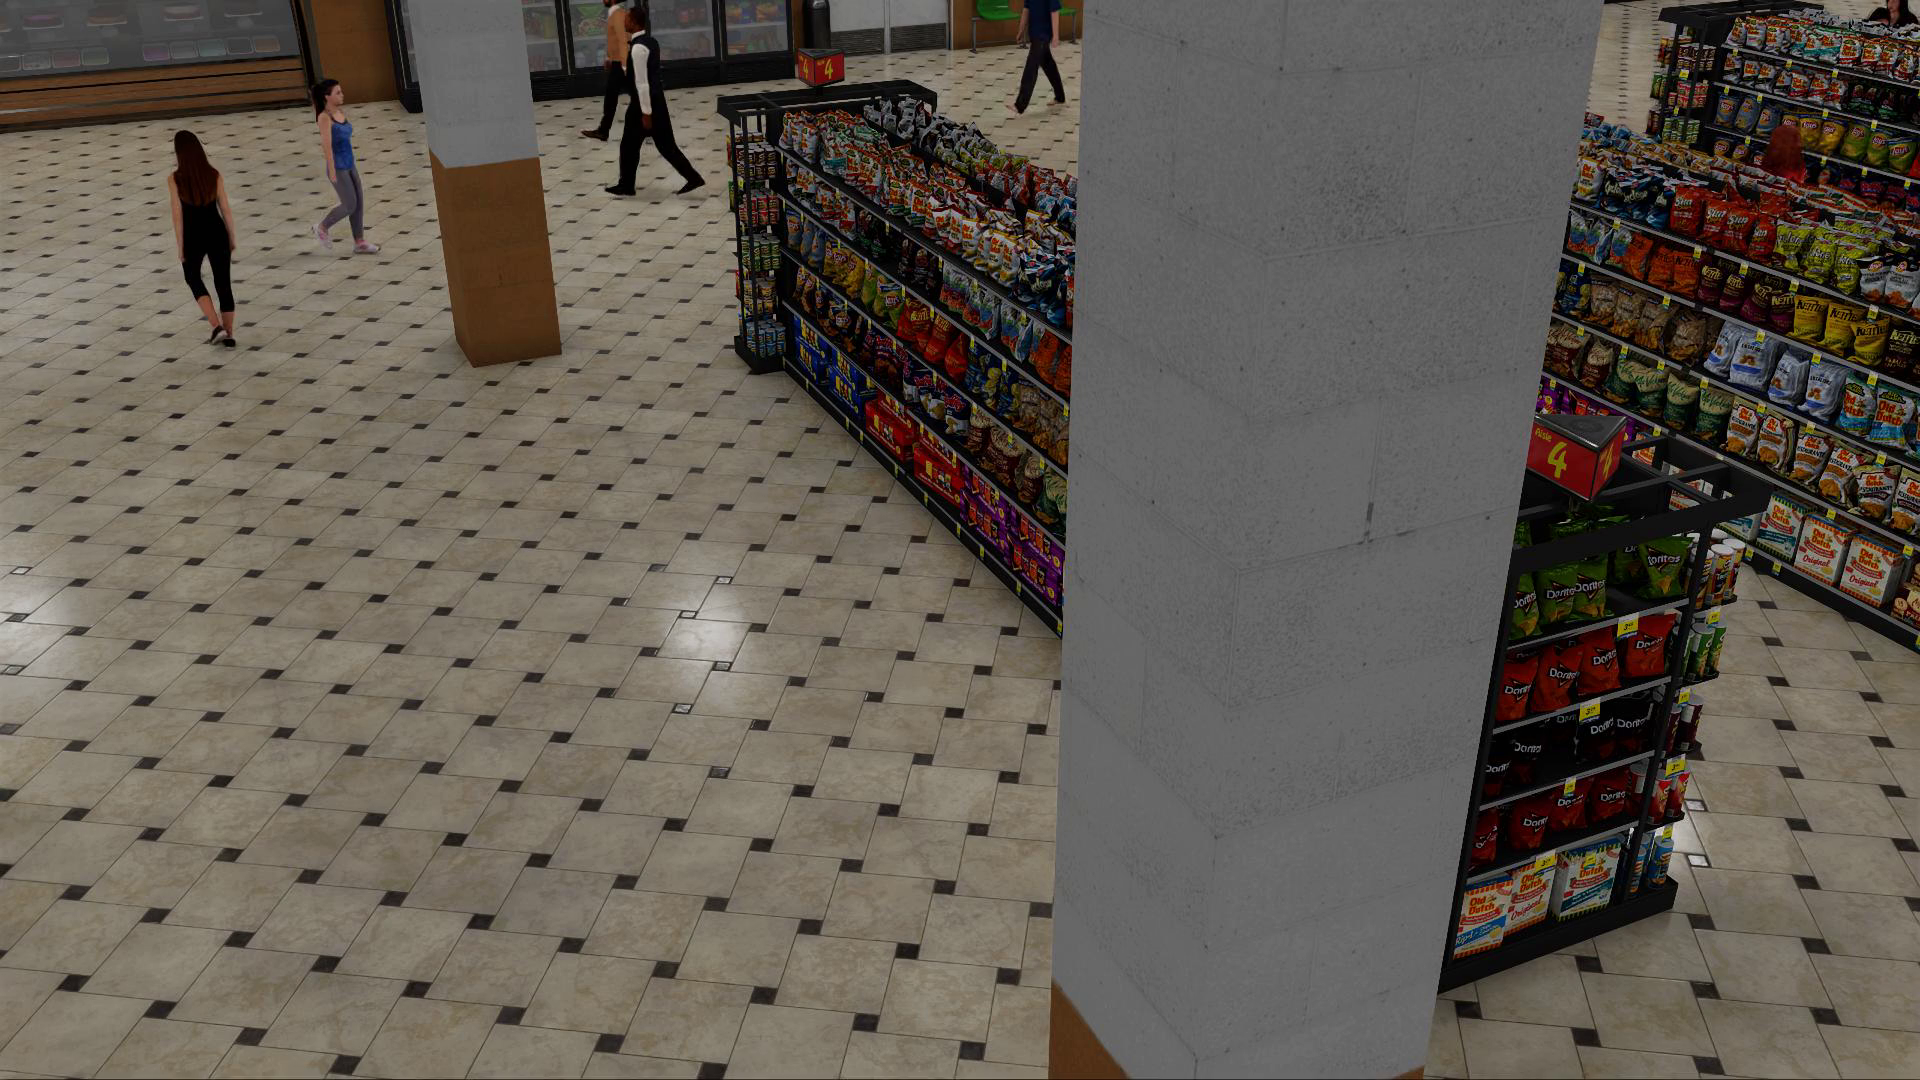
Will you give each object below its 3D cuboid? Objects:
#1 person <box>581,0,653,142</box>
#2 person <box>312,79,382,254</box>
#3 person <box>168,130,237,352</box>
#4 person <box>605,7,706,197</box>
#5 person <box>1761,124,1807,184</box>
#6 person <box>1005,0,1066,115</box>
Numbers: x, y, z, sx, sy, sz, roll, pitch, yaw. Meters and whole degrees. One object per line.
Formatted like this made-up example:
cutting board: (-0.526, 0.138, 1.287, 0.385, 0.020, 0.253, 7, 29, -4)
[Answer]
person: (-3.775, -5.435, 19.061, 0.964, 1.715, 1.101, -2, 27, -4)
person: (-5.682, -3.369, 15.116, 0.836, 1.597, 0.839, 1, 27, 3)
person: (-5.798, -2.270, 12.811, 0.639, 1.721, 0.681, -17, 31, -29)
person: (-3.048, -4.359, 16.763, 1.262, 1.874, 1.322, 5, 27, 9)
person: (6.159, -2.197, 12.574, 0.673, 1.805, 1.037, -8, 28, -16)
person: (1.054, -6.139, 20.351, 0.860, 1.803, 1.215, -17, 31, -30)
